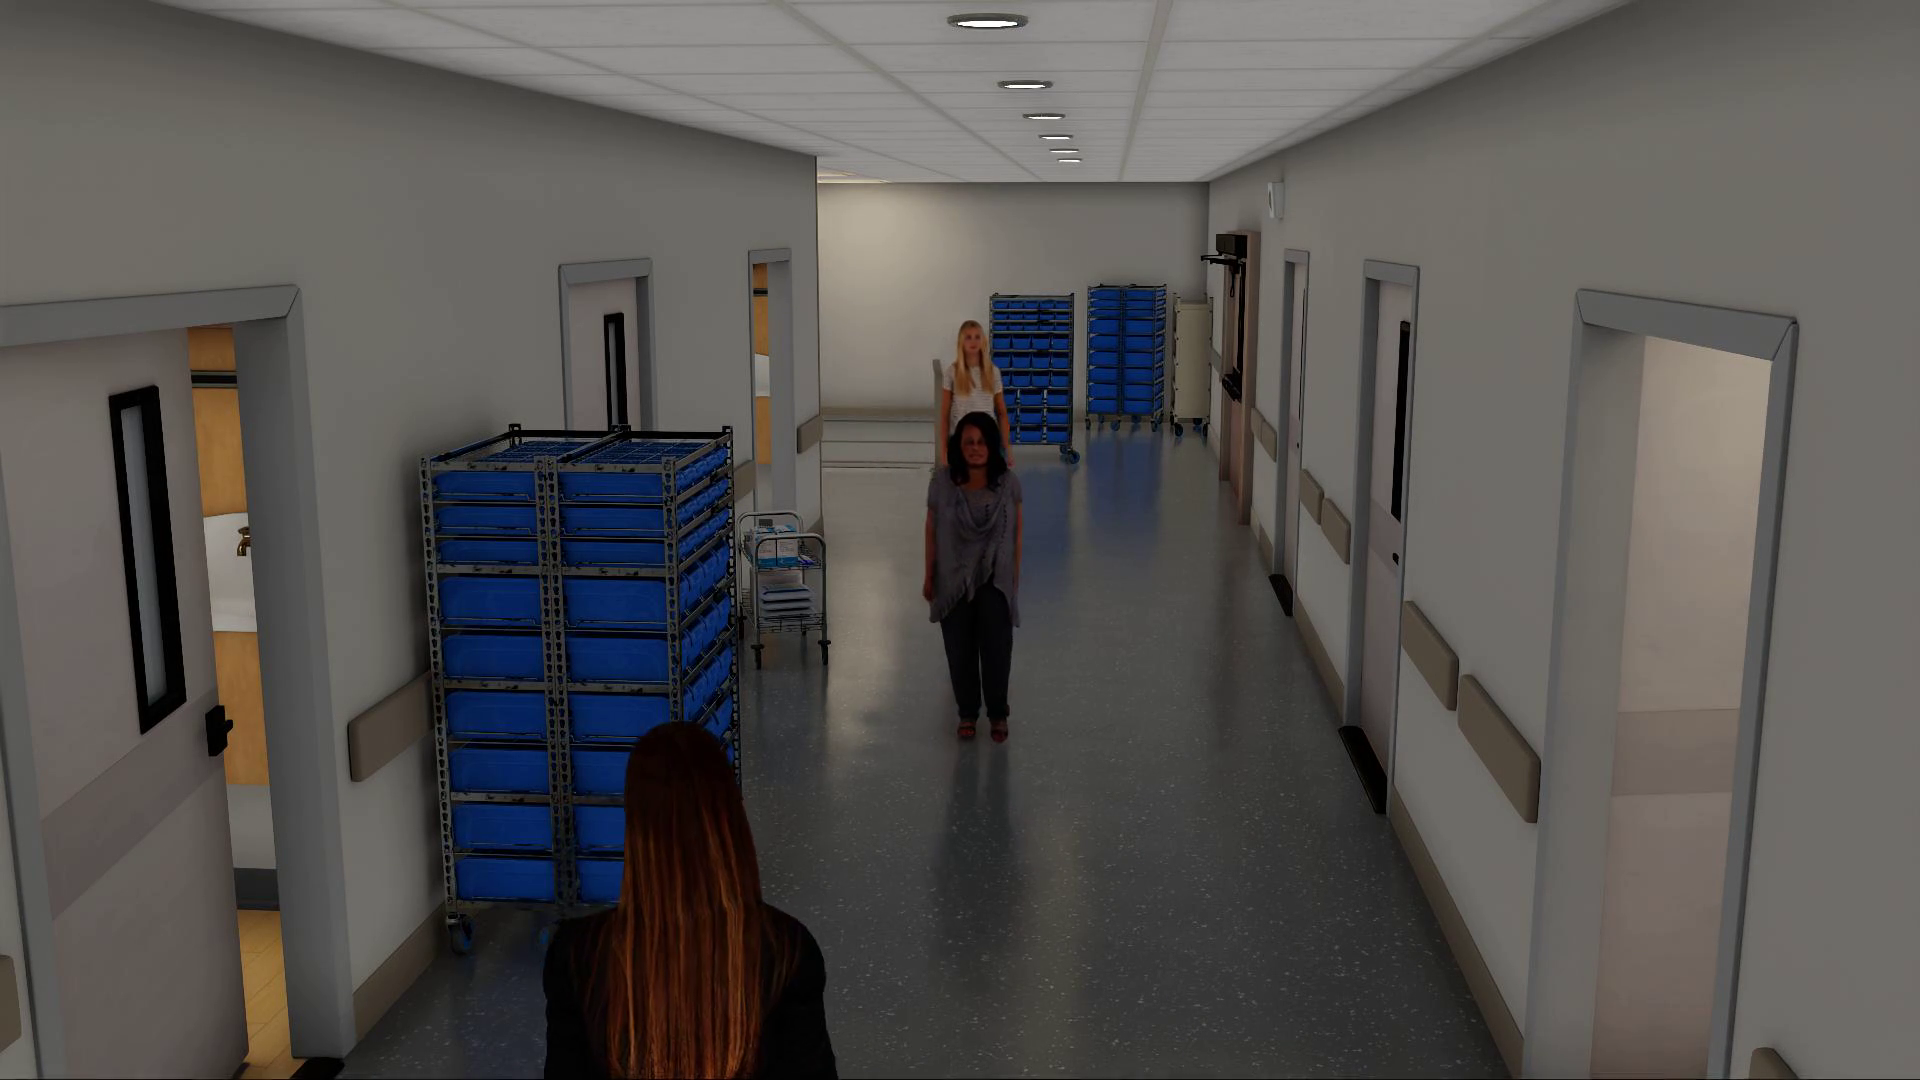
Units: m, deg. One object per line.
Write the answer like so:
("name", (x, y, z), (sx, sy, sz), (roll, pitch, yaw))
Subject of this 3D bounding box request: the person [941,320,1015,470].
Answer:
("person", (0.062, -0.622, 11.704), (0.884, 1.796, 1.116), (-4, 11, -20))

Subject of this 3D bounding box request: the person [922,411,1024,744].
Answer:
("person", (0.072, 0.166, 8.096), (0.611, 1.592, 0.622), (1, 11, 5))

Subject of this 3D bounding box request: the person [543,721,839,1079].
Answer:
("person", (-0.439, 1.162, 2.584), (0.611, 1.690, 0.713), (1, 11, 7))
